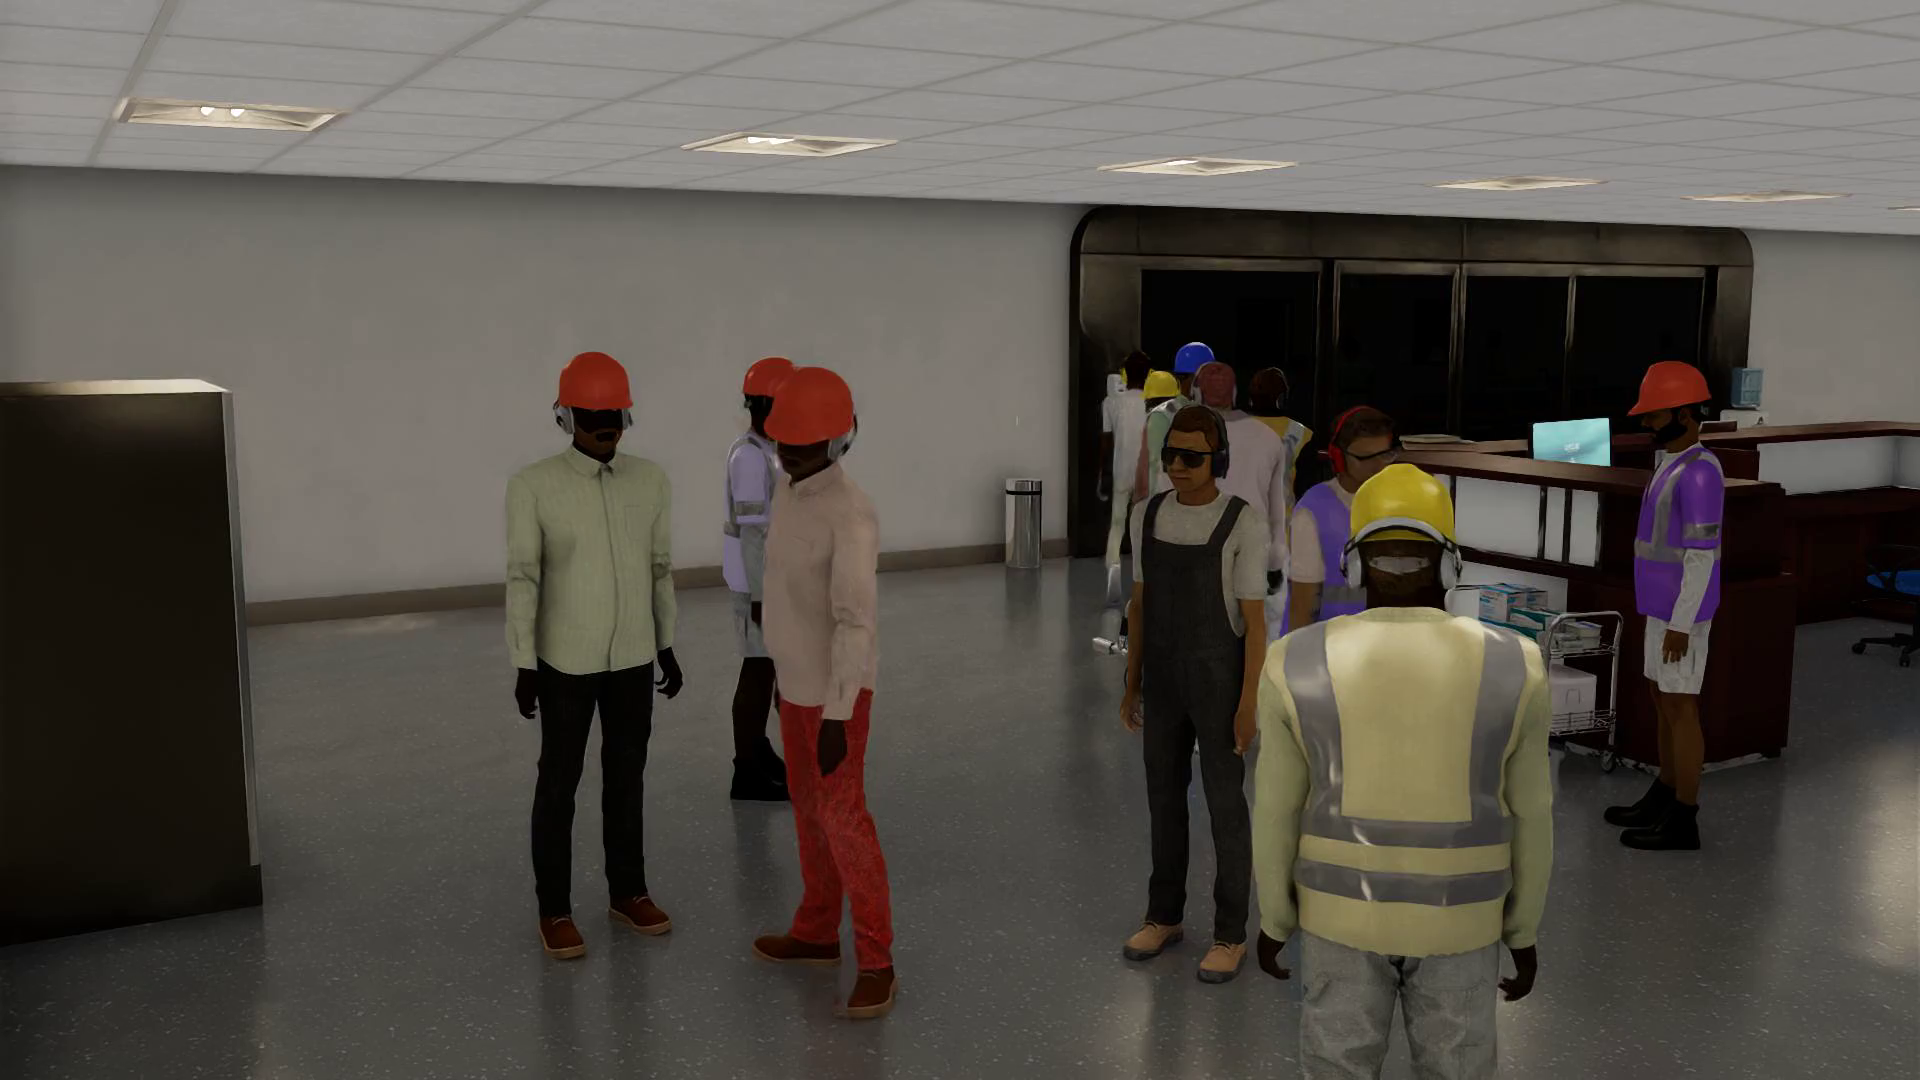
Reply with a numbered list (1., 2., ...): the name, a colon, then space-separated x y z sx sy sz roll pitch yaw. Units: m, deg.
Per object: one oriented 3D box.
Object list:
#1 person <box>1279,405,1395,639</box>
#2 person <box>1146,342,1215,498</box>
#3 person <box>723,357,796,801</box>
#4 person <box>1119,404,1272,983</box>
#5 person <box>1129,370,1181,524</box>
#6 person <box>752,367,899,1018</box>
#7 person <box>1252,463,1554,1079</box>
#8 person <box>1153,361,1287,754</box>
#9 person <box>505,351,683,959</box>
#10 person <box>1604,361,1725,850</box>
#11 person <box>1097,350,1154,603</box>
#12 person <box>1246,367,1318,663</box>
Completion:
1. person: 1.320 0.414 5.931 0.626 1.805 0.613 -7 10 -40
2. person: 1.321 -0.162 9.581 0.614 1.946 0.390 -7 11 -42
3. person: -0.836 0.166 7.293 0.389 1.928 0.550 0 8 2
4. person: 0.745 0.481 5.332 0.507 1.838 0.342 7 10 40
5. person: 1.260 -0.185 10.456 0.347 1.758 0.558 -3 8 -19
6. person: -0.447 0.453 5.140 0.388 1.954 0.722 -4 9 -26
7. person: 0.892 0.756 3.397 0.586 1.822 0.403 2 8 11
8. person: 1.190 0.094 7.938 0.667 1.879 0.606 -4 9 -26
9. person: -1.200 0.373 5.540 0.621 1.992 0.397 -7 10 -40
10. person: 2.798 0.260 6.584 0.370 1.932 0.543 2 8 12
11. person: 1.262 -0.457 12.107 0.534 1.847 0.797 2 8 13
12. person: 1.593 0.011 8.758 0.628 1.835 0.429 5 9 30
